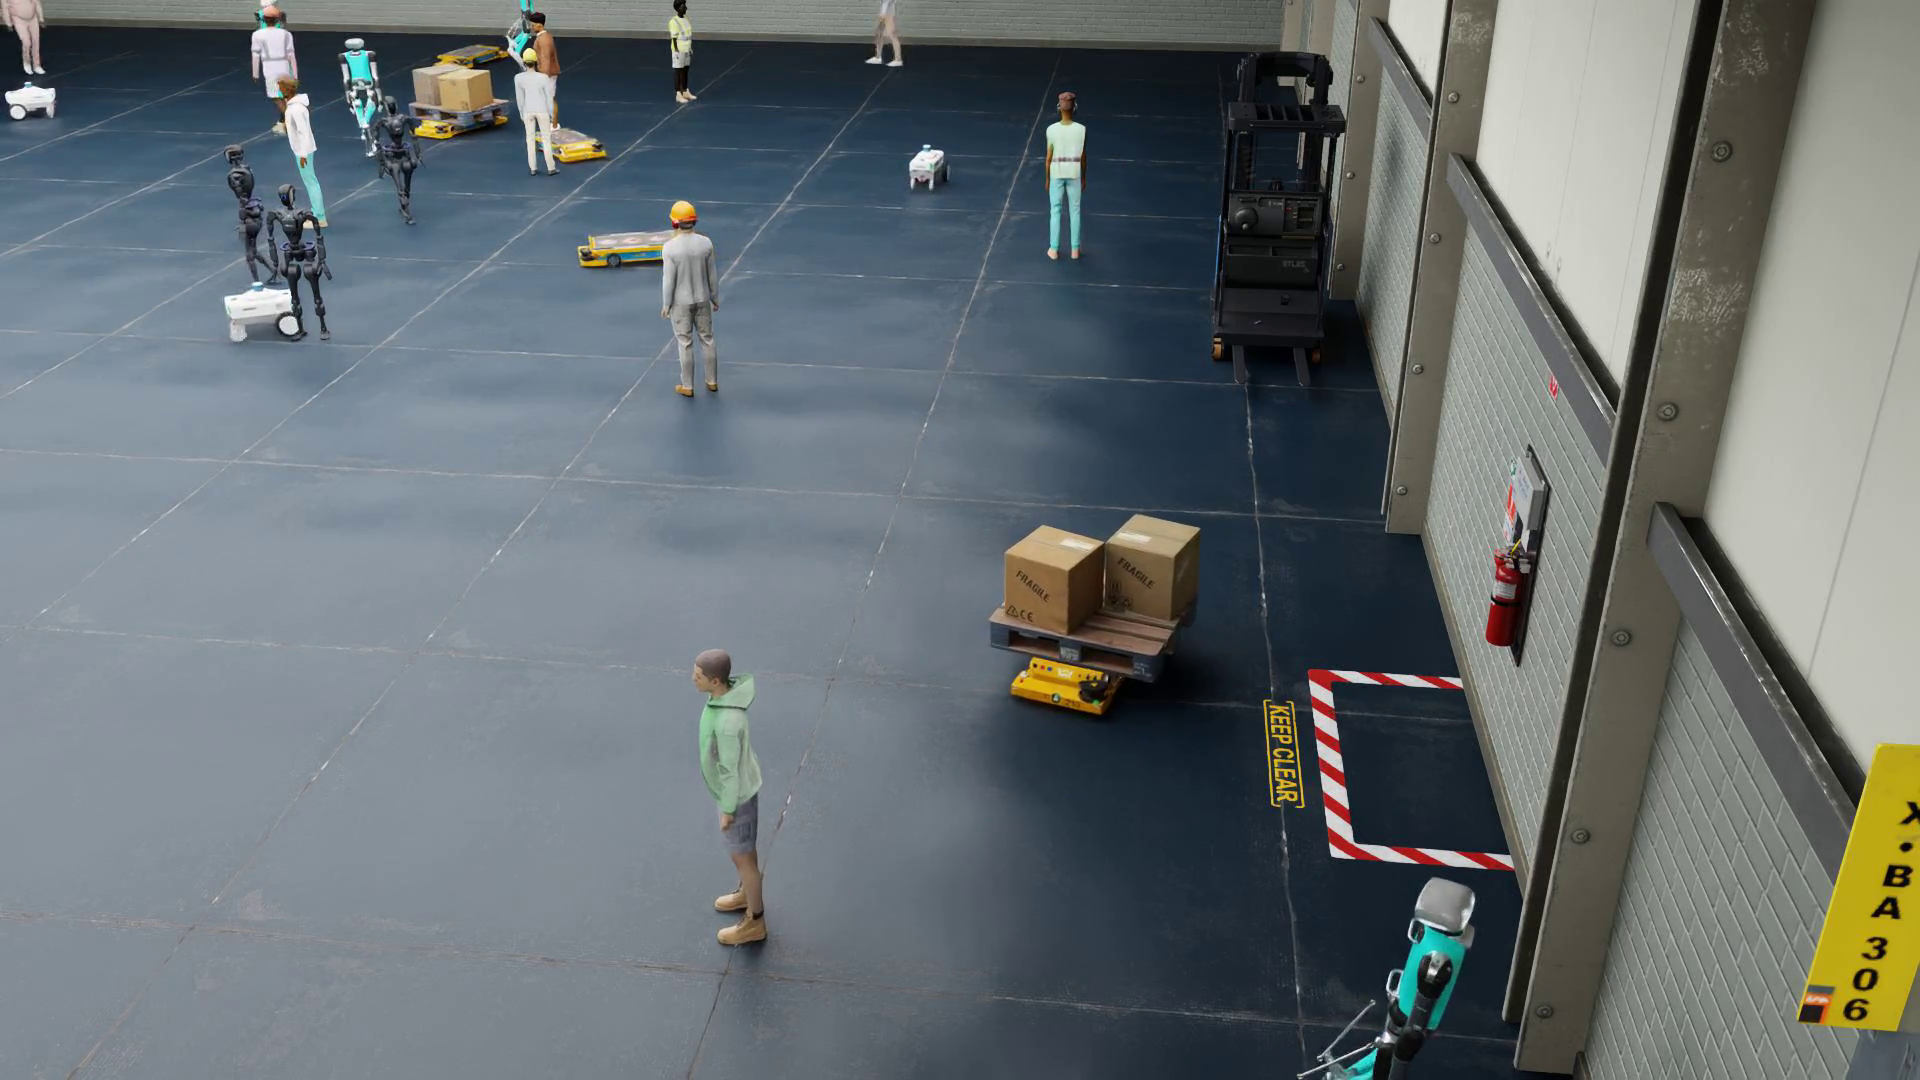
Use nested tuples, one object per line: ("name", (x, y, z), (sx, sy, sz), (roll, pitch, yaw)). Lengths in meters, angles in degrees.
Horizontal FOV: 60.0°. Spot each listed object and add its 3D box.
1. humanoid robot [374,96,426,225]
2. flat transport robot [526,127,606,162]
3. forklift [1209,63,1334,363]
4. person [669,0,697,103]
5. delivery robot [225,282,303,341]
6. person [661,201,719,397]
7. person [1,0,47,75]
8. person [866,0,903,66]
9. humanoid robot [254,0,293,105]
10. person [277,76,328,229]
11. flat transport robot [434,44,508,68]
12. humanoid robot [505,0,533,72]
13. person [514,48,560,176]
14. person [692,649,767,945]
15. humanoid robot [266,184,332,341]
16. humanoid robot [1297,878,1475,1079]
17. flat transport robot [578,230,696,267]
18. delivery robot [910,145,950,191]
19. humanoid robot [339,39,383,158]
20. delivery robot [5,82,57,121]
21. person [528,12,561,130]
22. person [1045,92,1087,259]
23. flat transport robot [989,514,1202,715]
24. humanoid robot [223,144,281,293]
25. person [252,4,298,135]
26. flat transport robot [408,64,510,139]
("humanoid robot", (-7.235, -4.923, 21.463), (0.609, 1.628, 0.790), (-19, 32, -33))
("flat transport robot", (-5.940, -5.946, 25.008), (0.659, 0.231, 1.431), (-18, 32, -32))
("forklift", (3.241, -3.477, 17.183), (1.129, 2.768, 1.873), (3, 27, 6))
("person", (-4.674, -8.248, 28.007), (0.322, 1.697, 0.532), (11, 29, 21))
("delivery robot", (-7.392, -2.439, 17.709), (0.803, 0.614, 0.499), (-11, 29, -21))
("person", (-2.586, -2.306, 15.930), (0.587, 1.893, 0.367), (-16, 31, -28))
("person", (-16.878, -9.373, 30.054), (0.463, 1.886, 0.638), (19, 32, 32))
("person", (-1.440, -9.696, 30.738), (0.817, 1.848, 0.507), (-3, 27, -6))
("humanoid robot", (-11.325, -8.161, 27.809), (0.543, 1.769, 0.910), (4, 27, 7))
("person", (-8.358, -4.932, 21.149), (0.350, 1.914, 0.498), (-11, 29, -20))
("flat transport robot", (-9.191, -9.077, 31.258), (0.659, 0.231, 1.431), (9, 28, 17))
("humanoid robot", (-7.933, -9.178, 29.828), (0.681, 1.803, 0.532), (-8, 28, -15))
("person", (-5.993, -6.047, 23.535), (0.524, 1.772, 0.304), (1, 27, 3))
("person", (-1.212, 1.341, 8.832), (0.323, 1.734, 0.472), (-5, 27, -10))
("humanoid robot", (-6.870, -2.894, 17.328), (0.599, 1.657, 0.315), (-2, 27, -5))
("humanoid robot", (1.697, 2.172, 7.251), (0.861, 1.811, 0.551), (10, 28, 20))
("flat transport robot", (-3.901, -3.541, 20.208), (1.431, 0.231, 0.659), (-6, 27, -13))
("delivery robot", (-0.452, -5.214, 23.218), (0.499, 0.586, 0.773), (6, 27, 12))
("humanoid robot", (-8.699, -6.355, 24.170), (0.547, 1.724, 1.015), (-2, 27, -4))
("delivery robot", (-15.139, -7.139, 27.077), (0.771, 0.599, 0.520), (-11, 29, -21))
("person", (-6.418, -7.269, 25.893), (0.403, 1.845, 0.797), (-7, 27, -13))
("person", (1.264, -4.347, 19.910), (0.486, 1.977, 0.388), (0, 27, 0))
("flat transport robot", (0.924, 0.741, 11.660), (0.659, 0.231, 1.431), (11, 29, 21))
("humanoid robot", (-8.034, -3.675, 18.907), (0.419, 1.641, 0.601), (-6, 27, -11))
("person", (-10.454, -7.173, 25.534), (0.979, 1.997, 0.626), (23, 34, 38))
("flat transport robot", (-7.905, -6.602, 26.318), (0.659, 0.231, 1.431), (14, 30, 26))
